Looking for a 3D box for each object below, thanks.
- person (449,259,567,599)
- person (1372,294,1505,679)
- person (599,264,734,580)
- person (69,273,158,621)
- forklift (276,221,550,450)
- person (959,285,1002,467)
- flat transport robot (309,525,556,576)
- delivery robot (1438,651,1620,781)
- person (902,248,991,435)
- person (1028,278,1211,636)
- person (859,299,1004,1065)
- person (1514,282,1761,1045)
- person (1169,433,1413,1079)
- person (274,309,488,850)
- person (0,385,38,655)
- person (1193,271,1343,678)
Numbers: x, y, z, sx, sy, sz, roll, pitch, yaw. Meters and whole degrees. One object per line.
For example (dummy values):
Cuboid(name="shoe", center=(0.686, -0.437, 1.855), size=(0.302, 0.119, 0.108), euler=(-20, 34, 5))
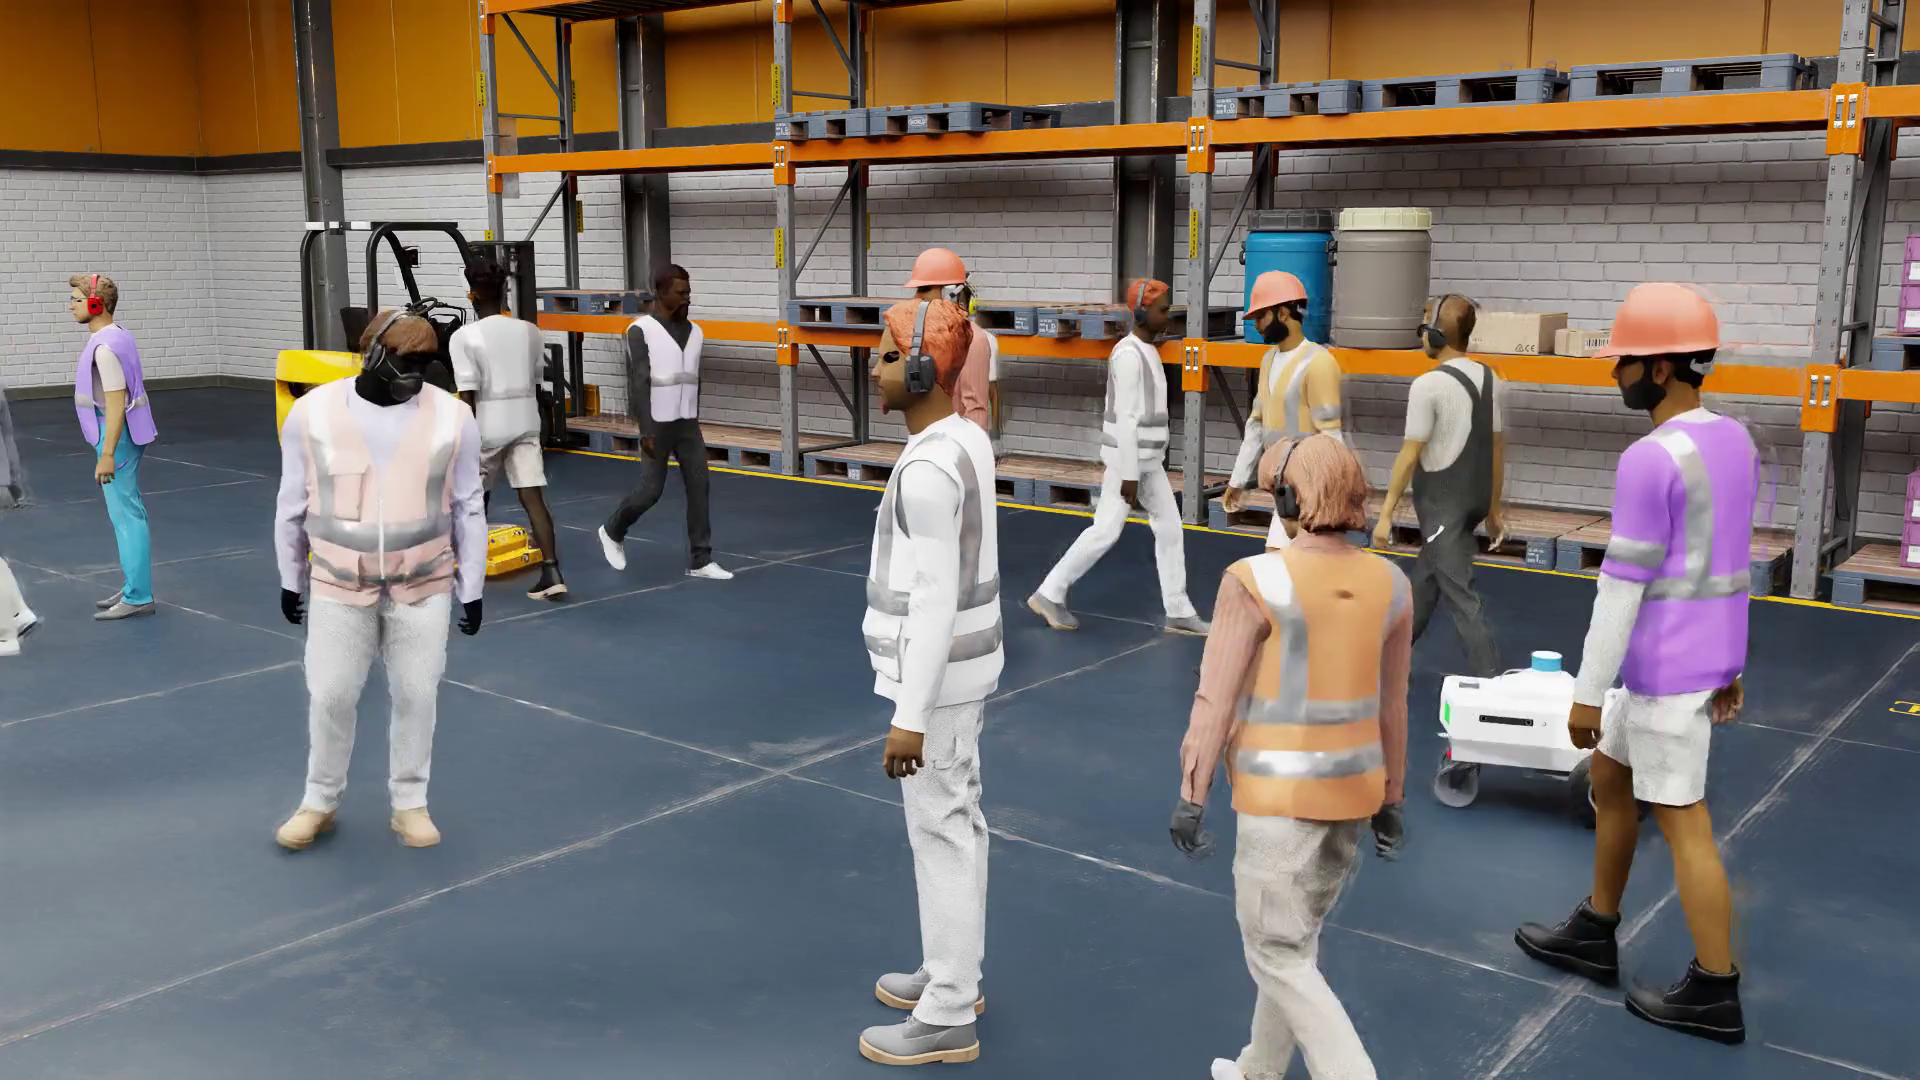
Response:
Cuboid(name="person", center=(-2.585, -0.623, 9.440), size=(0.611, 1.924, 0.989), euler=(-9, 14, -42))
Cuboid(name="person", center=(1.990, -0.132, 7.036), size=(0.535, 1.792, 0.950), euler=(-8, 13, -38))
Cuboid(name="person", center=(-1.798, -0.708, 9.999), size=(0.860, 1.891, 0.595), euler=(8, 13, 36))
Cuboid(name="person", center=(-4.523, -0.499, 8.929), size=(0.388, 1.847, 0.563), euler=(-4, 11, -22))
Cuboid(name="forklift", center=(-4.922, -1.741, 14.854), size=(1.214, 2.155, 2.313), euler=(8, 13, 38))
Cuboid(name="person", center=(0.006, -0.634, 9.746), size=(0.531, 1.827, 0.972), euler=(2, 10, 11))
Cuboid(name="flat transport robot", center=(-3.324, 0.027, 10.387), size=(1.431, 0.197, 0.652), euler=(3, 11, 18))
Cuboid(name="delivery robot", center=(2.080, 0.640, 5.940), size=(0.707, 0.478, 0.477), euler=(4, 11, 19))
Cuboid(name="person", center=(-0.067, -0.389, 7.953), size=(0.406, 1.987, 0.622), euler=(-6, 12, -28))
Cuboid(name="person", center=(0.825, -0.414, 8.508), size=(0.973, 1.845, 0.580), euler=(4, 11, 19))
Cuboid(name="person", center=(-0.074, 0.354, 4.109), size=(0.356, 1.883, 0.572), euler=(1, 10, 8))
Cuboid(name="person", center=(1.730, 0.303, 4.301), size=(0.815, 1.907, 0.564), euler=(10, 14, 44))
Cuboid(name="person", center=(0.783, 0.583, 3.567), size=(0.564, 1.610, 0.726), euler=(-6, 12, -28))
Cuboid(name="person", center=(-1.896, 0.148, 5.478), size=(0.679, 1.803, 0.465), euler=(-3, 11, -17))
Cuboid(name="person", center=(-4.777, -0.231, 8.064), size=(0.381, 1.613, 0.527), euler=(1, 10, 6))
Cuboid(name="person", center=(1.436, -0.256, 7.501), size=(0.952, 1.875, 0.559), euler=(-2, 11, -13))
